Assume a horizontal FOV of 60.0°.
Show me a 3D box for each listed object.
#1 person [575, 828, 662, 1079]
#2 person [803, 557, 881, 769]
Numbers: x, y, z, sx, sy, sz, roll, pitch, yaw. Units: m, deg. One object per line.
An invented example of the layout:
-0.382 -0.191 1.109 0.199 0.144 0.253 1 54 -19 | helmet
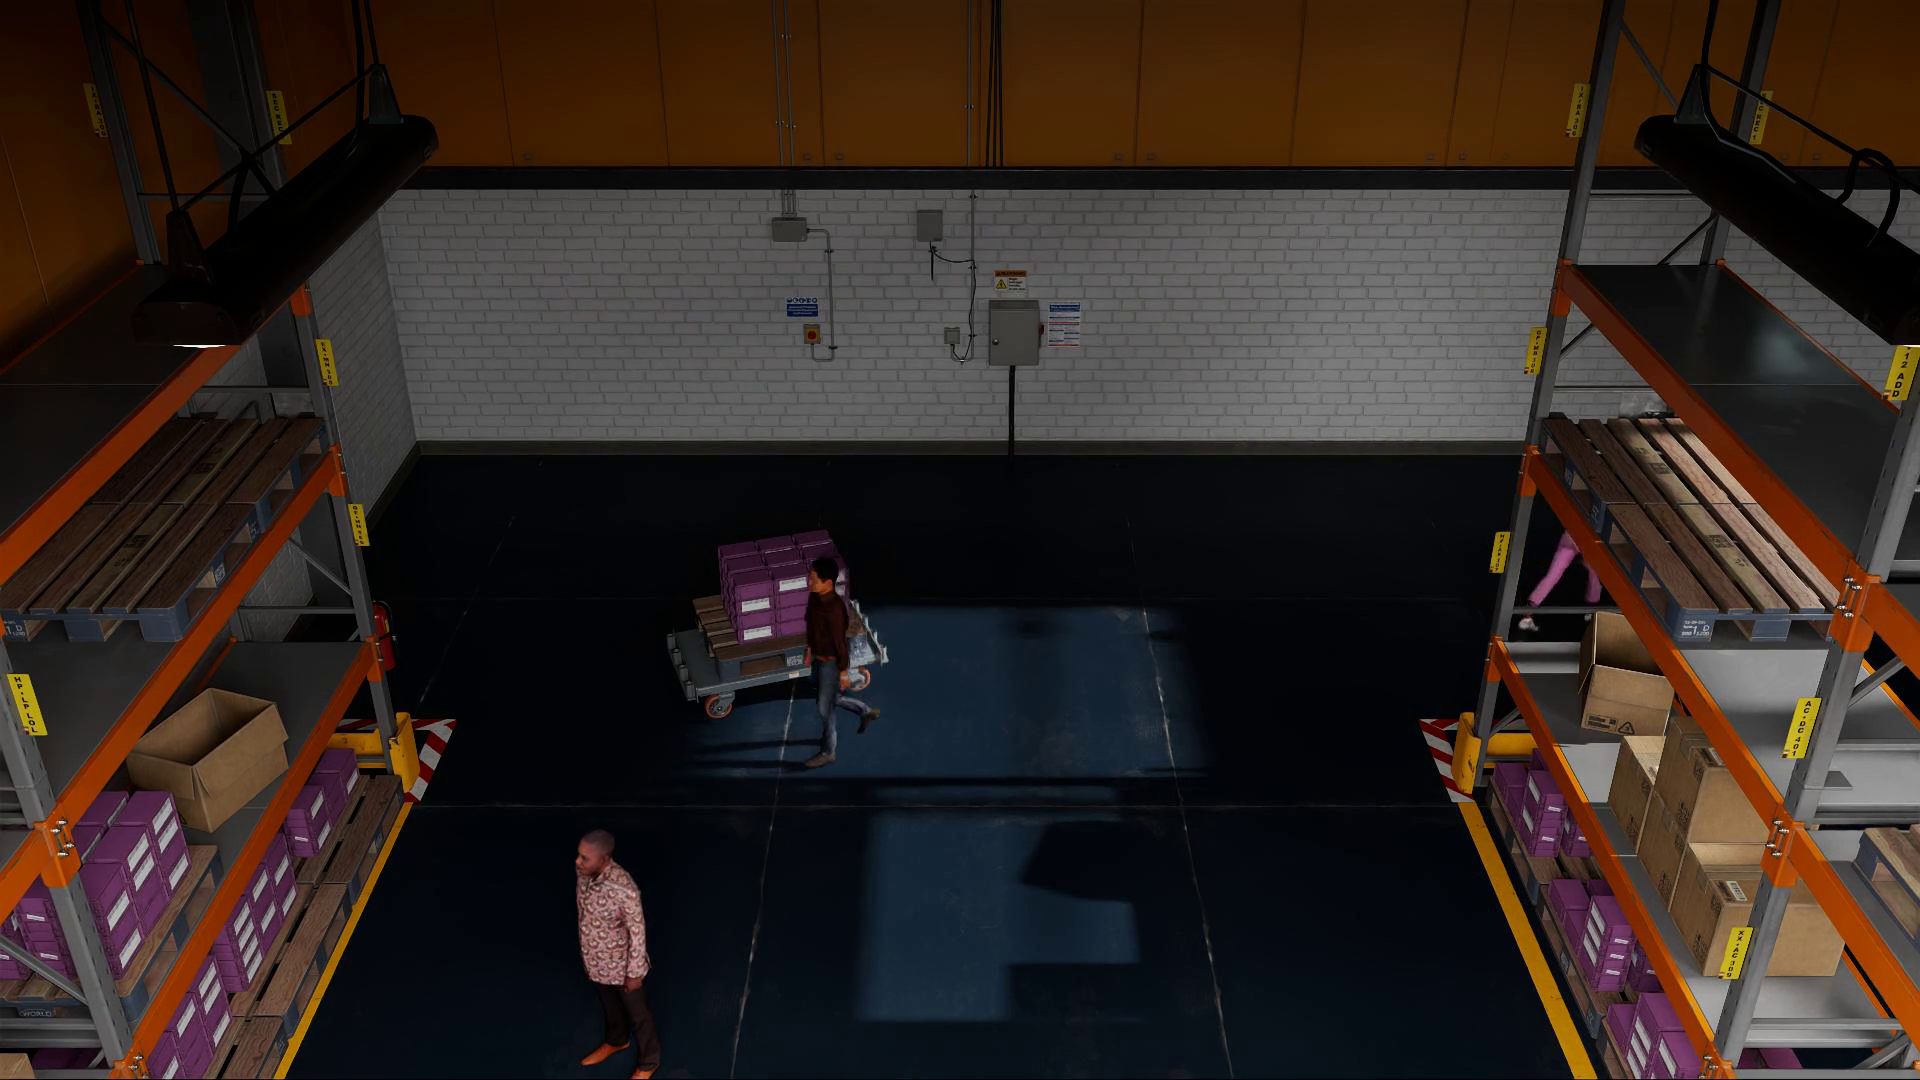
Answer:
-1.986 2.381 9.592 0.767 1.807 0.817 23 36 36 | person
-0.900 0.881 12.386 0.941 1.765 0.967 -14 32 -24 | person
